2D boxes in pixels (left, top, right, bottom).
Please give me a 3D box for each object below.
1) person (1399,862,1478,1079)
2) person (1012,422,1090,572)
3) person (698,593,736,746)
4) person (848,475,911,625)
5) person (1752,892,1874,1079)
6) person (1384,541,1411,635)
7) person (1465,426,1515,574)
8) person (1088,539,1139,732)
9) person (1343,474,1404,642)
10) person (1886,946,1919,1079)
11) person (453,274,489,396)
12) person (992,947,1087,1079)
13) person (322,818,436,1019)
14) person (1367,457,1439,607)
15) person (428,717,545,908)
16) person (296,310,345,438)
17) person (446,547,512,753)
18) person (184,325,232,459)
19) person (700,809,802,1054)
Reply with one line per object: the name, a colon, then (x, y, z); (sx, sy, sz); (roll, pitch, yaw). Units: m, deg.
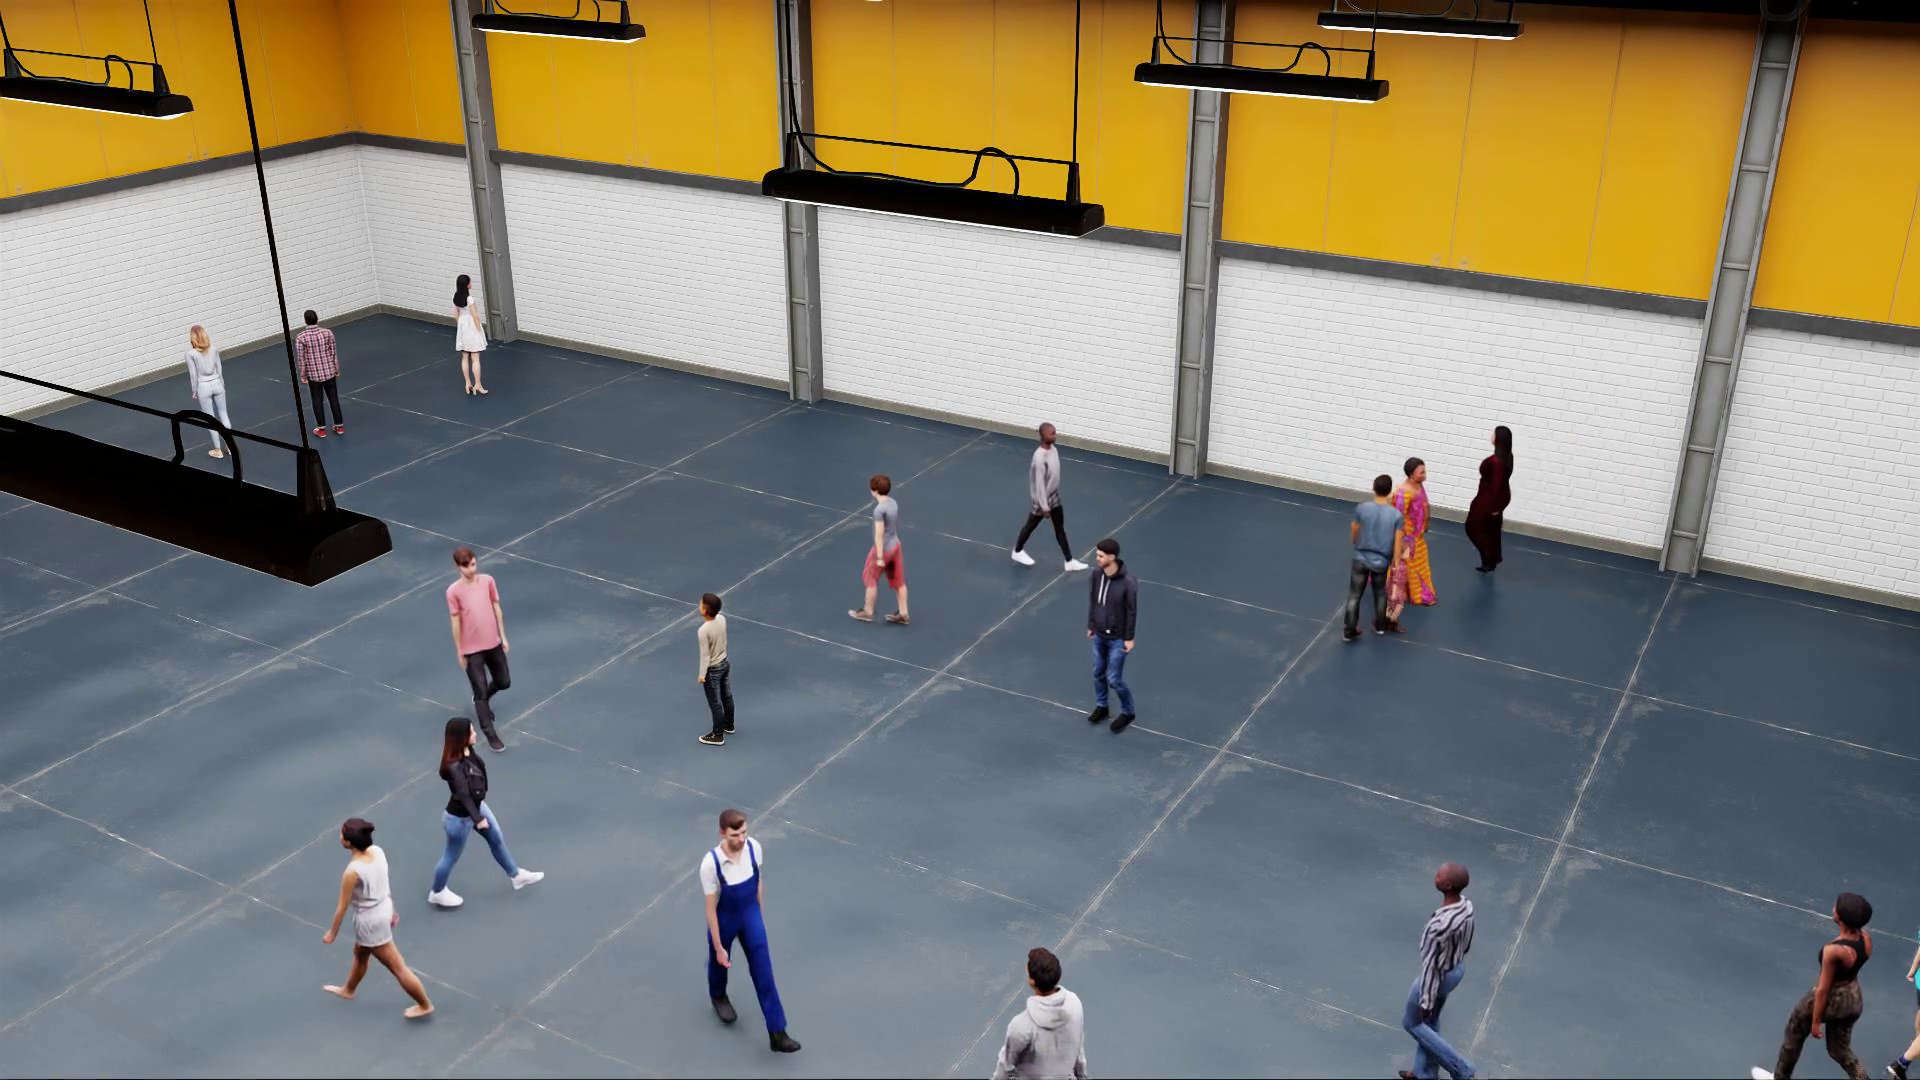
person: (3.173, 2.896, 10.748); (0.773, 1.778, 0.680); (16, 28, 32)
person: (0.852, -0.465, 18.505); (1.152, 1.724, 0.646); (12, 27, 26)
person: (-2.227, 1.157, 15.120); (0.520, 1.463, 0.575); (10, 26, 22)
person: (-0.692, 0.136, 17.253); (0.890, 1.626, 0.631); (11, 26, 24)
person: (5.633, 3.034, 10.574); (0.981, 1.666, 1.159); (-11, 26, -23)
person: (4.468, 0.475, 17.238); (0.523, 1.016, 0.485); (4, 24, 8)
person: (5.967, -0.417, 18.364); (0.648, 1.748, 0.654); (12, 26, 25)
person: (1.413, 0.850, 15.307); (0.652, 1.876, 0.821); (21, 31, 39)
person: (4.126, 0.219, 16.873); (0.789, 1.779, 0.832); (9, 25, 20)
person: (6.450, 2.969, 11.028); (0.920, 1.419, 0.953); (-11, 26, -24)
person: (-7.149, -2.999, 24.241); (0.557, 1.773, 0.704); (14, 27, 29)
person: (0.570, 3.298, 9.713); (0.972, 1.871, 1.295); (-19, 30, -36)
person: (-3.993, 2.666, 11.544); (1.160, 1.562, 0.873); (2, 24, 5)
person: (4.740, -0.145, 17.832); (1.118, 1.677, 0.670); (12, 26, 25)
person: (-3.870, 2.122, 12.751); (1.203, 1.592, 1.033); (-1, 24, -3)
person: (-8.691, -2.281, 22.616); (0.763, 1.758, 0.748); (-15, 28, -30)
person: (-4.367, 0.934, 15.024); (0.802, 1.949, 0.979); (-21, 31, -39)
person: (-9.849, -1.960, 21.834); (0.585, 1.796, 0.636); (21, 31, 39)
person: (-1.597, 2.594, 11.413); (0.993, 1.799, 1.310); (-16, 28, -32)
